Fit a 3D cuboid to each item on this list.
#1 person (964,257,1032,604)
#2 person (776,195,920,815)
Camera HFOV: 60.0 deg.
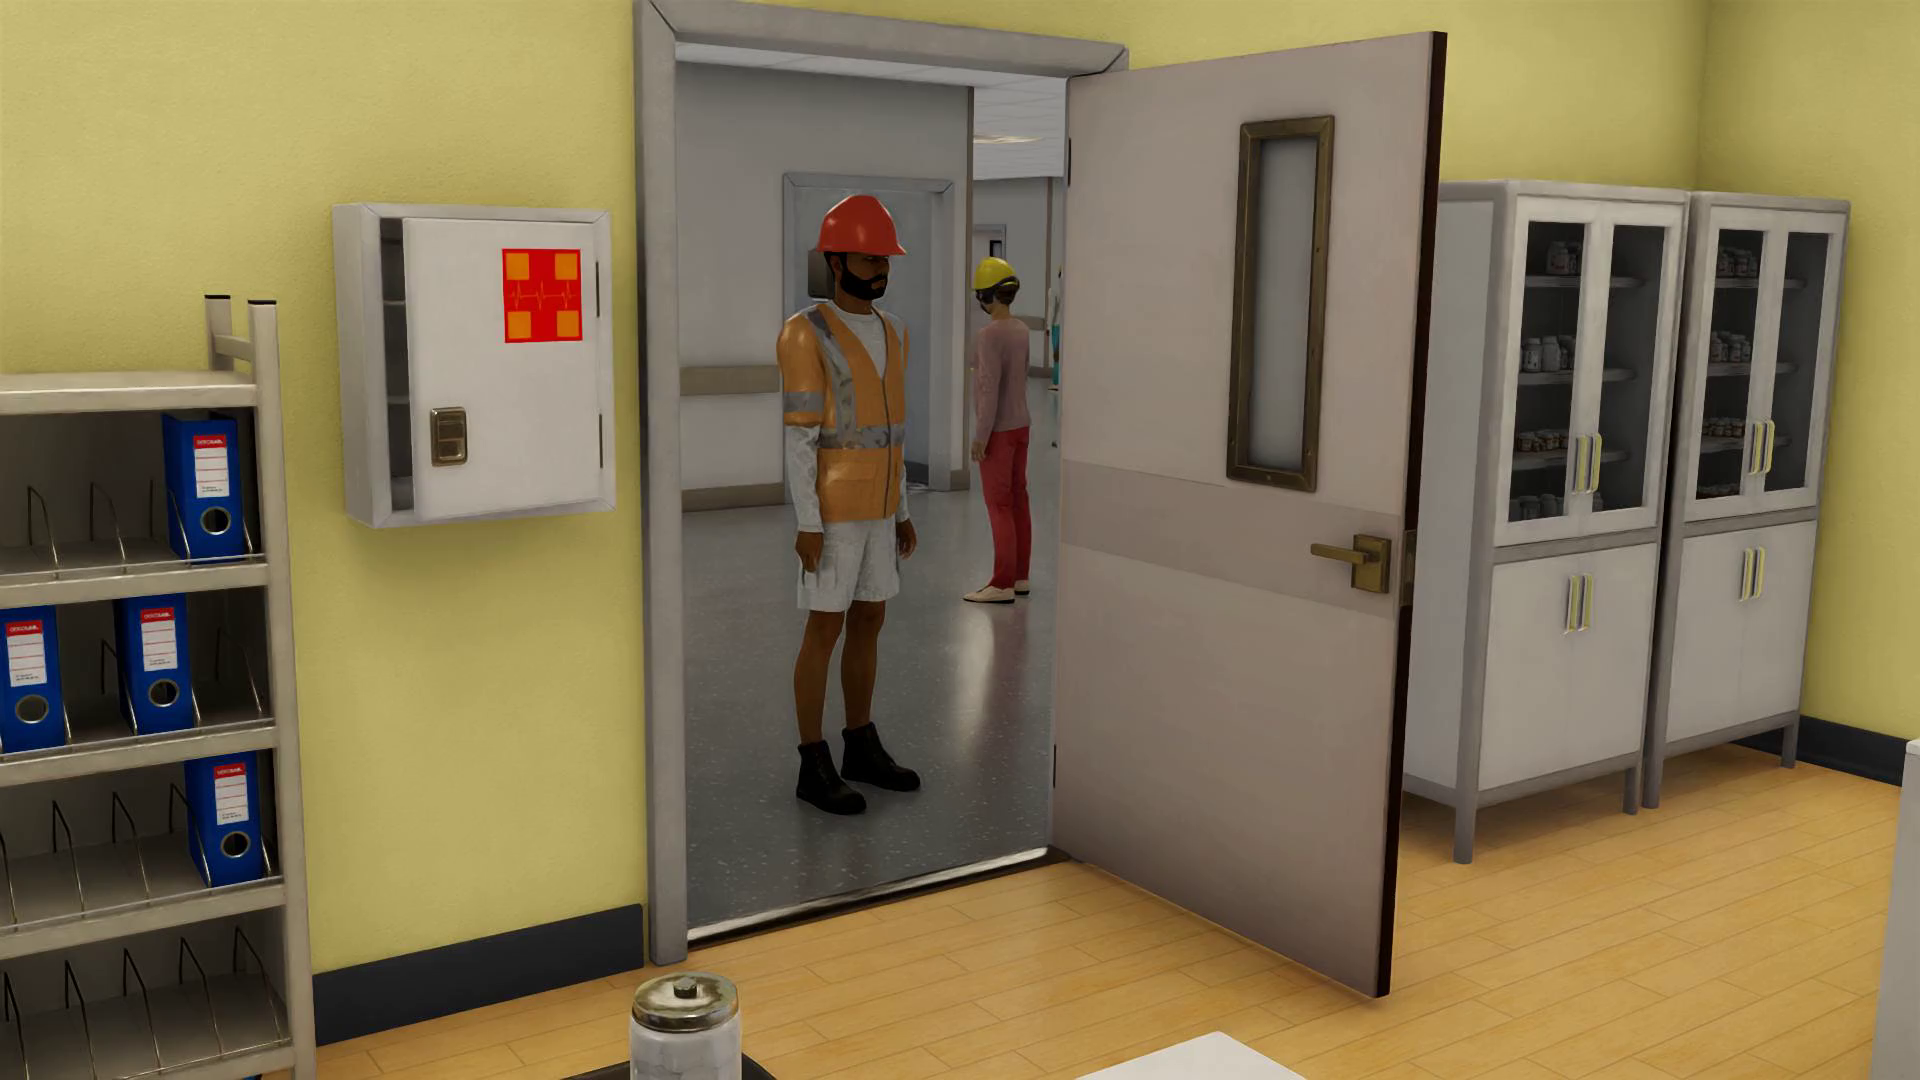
[{"bbox_3d":[0.188,-0.557,8.531,0.328,1.765,0.528,5,10,25],"label":"person"},{"bbox_3d":[-0.330,-0.112,5.312,0.355,1.938,0.545,8,12,35],"label":"person"}]
